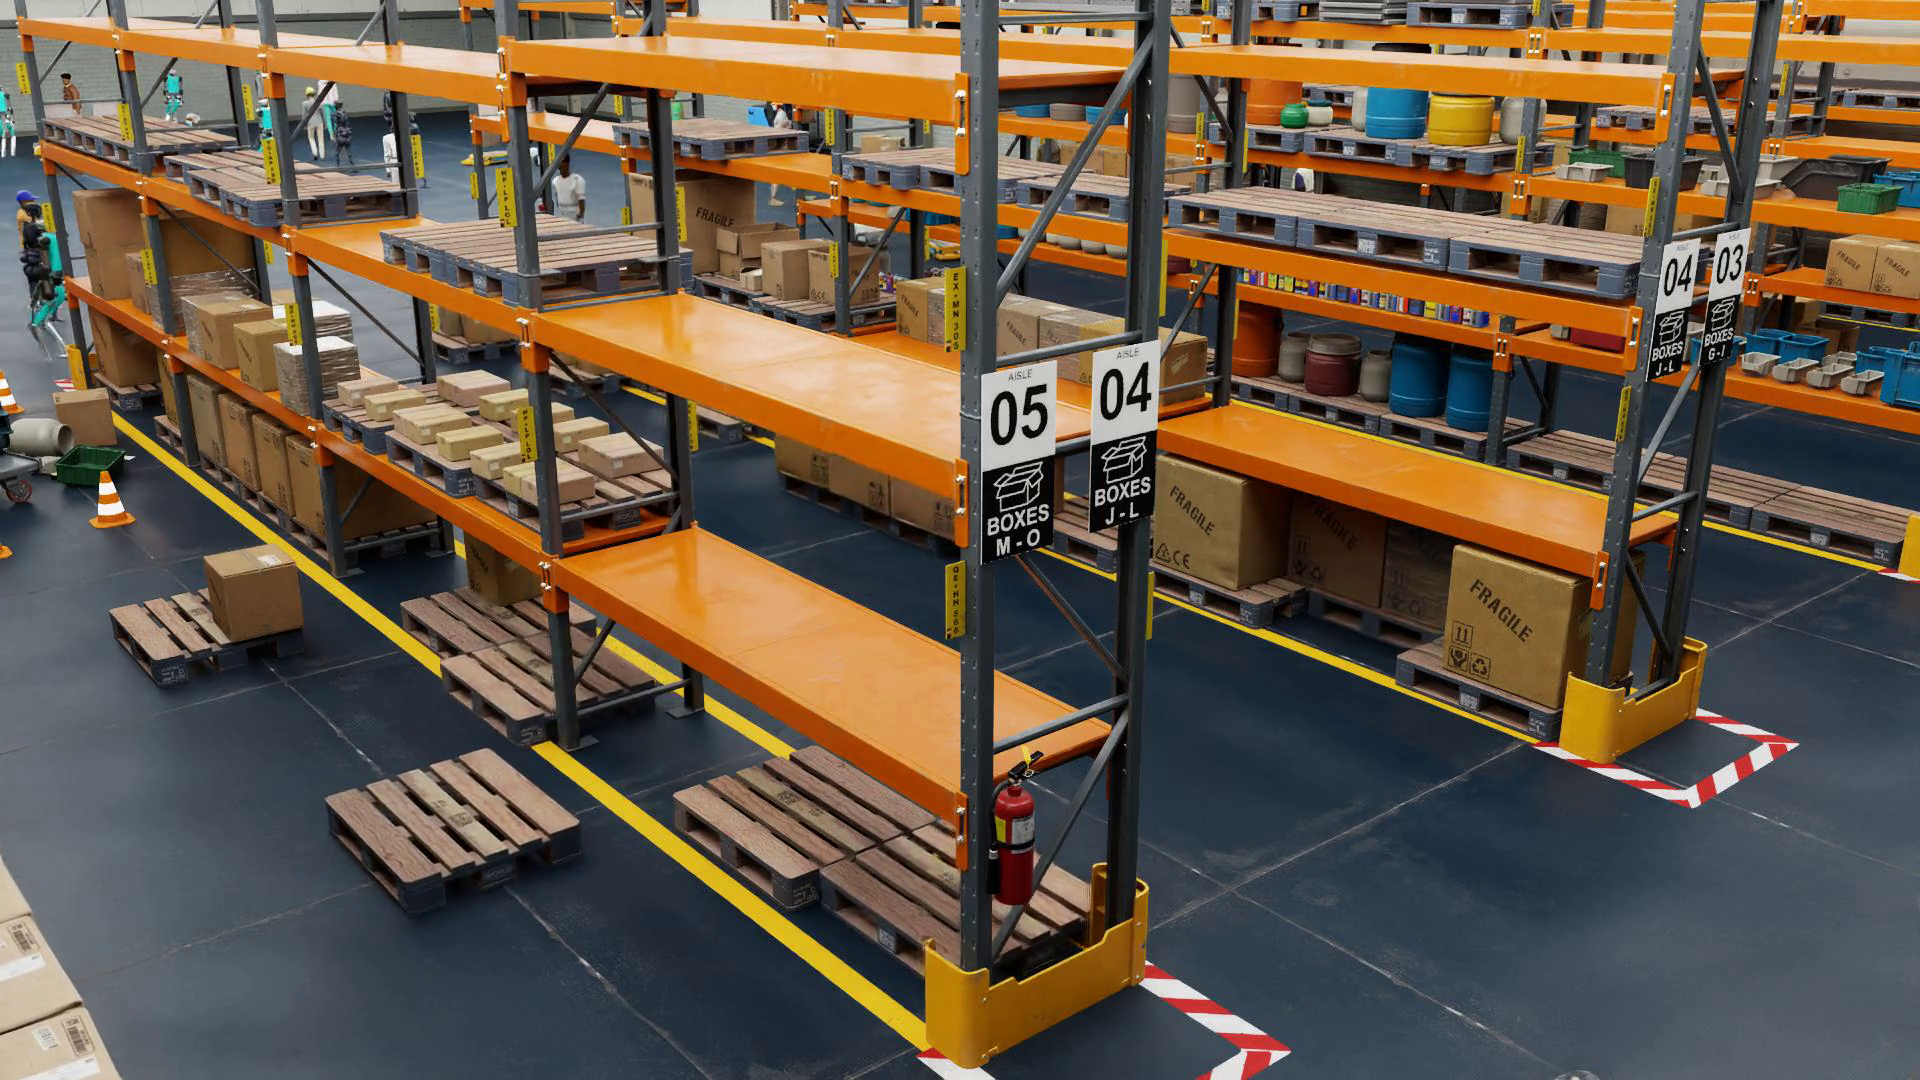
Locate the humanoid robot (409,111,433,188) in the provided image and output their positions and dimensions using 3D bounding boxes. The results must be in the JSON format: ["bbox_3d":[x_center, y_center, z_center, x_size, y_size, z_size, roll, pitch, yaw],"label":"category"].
[{"bbox_3d":[-11.755,-8.356,35.637,0.666,1.633,0.604,0,19,1],"label":"humanoid robot"}]

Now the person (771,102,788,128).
[{"bbox_3d":[-3.913,-8.700,36.264,0.376,1.890,0.569,0,19,-1],"label":"person"}]

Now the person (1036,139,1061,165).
[{"bbox_3d":[1.656,-6.817,31.079,0.552,1.762,0.401,-6,20,-16],"label":"person"}]

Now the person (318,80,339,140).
[{"bbox_3d":[-17.185,-11.907,45.371,0.515,1.893,0.714,-3,20,-9],"label":"person"}]

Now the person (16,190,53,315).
[{"bbox_3d":[-12.859,-3.996,23.124,0.353,1.718,0.440,-8,21,-21],"label":"person"}]

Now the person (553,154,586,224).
[{"bbox_3d":[-6.003,-5.049,25.813,0.611,1.927,0.952,7,21,20],"label":"person"}]

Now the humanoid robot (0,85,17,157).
[{"bbox_3d":[-23.732,-10.391,41.331,0.532,1.814,0.681,-5,20,-13],"label":"humanoid robot"}]

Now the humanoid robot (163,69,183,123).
[{"bbox_3d":[-22.337,-12.432,47.121,0.610,1.780,0.823,-15,25,-37],"label":"humanoid robot"}]

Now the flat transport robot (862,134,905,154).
[{"bbox_3d":[-1.764,-8.258,37.439,1.431,0.231,0.659,2,20,7],"label":"flat transport robot"}]

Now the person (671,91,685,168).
[{"bbox_3d":[-6.760,-9.811,39.373,0.497,1.927,1.043,-7,21,-20],"label":"person"}]

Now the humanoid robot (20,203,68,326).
[{"bbox_3d":[-12.416,-3.701,22.352,0.608,1.643,0.442,13,23,33],"label":"humanoid robot"}]

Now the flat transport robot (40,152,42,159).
[{"bbox_3d":[-21.822,-9.505,40.987,1.431,0.231,0.659,-6,20,-15],"label":"flat transport robot"}]

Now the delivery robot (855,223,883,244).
[{"bbox_3d":[-1.681,-5.310,28.638,0.808,0.607,0.499,-16,25,-38],"label":"delivery robot"}]

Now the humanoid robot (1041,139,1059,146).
[{"bbox_3d":[1.558,-7.506,33.191,0.870,1.842,0.547,-13,23,-32],"label":"humanoid robot"}]

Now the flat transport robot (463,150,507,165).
[{"bbox_3d":[-11.276,-9.246,40.249,0.659,0.231,1.431,11,22,28],"label":"flat transport robot"}]

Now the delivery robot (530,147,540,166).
[{"bbox_3d":[-10.301,-9.100,39.419,0.499,0.605,0.799,7,21,19],"label":"delivery robot"}]

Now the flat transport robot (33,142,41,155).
[{"bbox_3d":[-23.167,-9.951,42.257,0.659,0.231,1.431,-10,22,-26],"label":"flat transport robot"}]

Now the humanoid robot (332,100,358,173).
[{"bbox_3d":[-14.217,-9.268,38.191,0.565,1.643,0.597,3,20,9],"label":"humanoid robot"}]

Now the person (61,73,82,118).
[{"bbox_3d":[-23.575,-11.480,44.245,0.793,1.844,0.421,17,25,40],"label":"person"}]

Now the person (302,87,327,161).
[{"bbox_3d":[-15.740,-10.148,40.574,0.564,1.750,0.434,-10,22,-27],"label":"person"}]

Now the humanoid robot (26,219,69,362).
[{"bbox_3d":[-11.240,-3.047,20.442,0.662,1.820,0.537,1,19,4],"label":"humanoid robot"}]

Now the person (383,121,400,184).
[{"bbox_3d":[-10.592,-7.034,31.541,0.573,1.877,0.346,-6,20,-15],"label":"person"}]

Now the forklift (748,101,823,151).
[{"bbox_3d":[-4.526,-11.368,42.374,1.129,2.768,1.873,-15,24,-37],"label":"forklift"}]

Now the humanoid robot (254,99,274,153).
[{"bbox_3d":[-15.715,-8.974,37.321,0.907,1.812,0.550,8,21,22],"label":"humanoid robot"}]

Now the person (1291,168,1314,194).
[{"bbox_3d":[5.542,-5.410,26.965,0.393,1.839,0.563,10,22,26],"label":"person"}]

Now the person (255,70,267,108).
[{"bbox_3d":[-20.025,-12.753,47.810,0.390,1.874,0.510,3,20,8],"label":"person"}]

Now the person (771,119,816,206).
[{"bbox_3d":[-3.386,-7.537,33.231,0.940,1.694,0.477,1,19,2],"label":"person"}]

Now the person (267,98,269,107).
[{"bbox_3d":[-18.531,-11.634,44.903,0.321,1.688,0.527,-9,21,-24],"label":"person"}]

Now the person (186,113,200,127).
[{"bbox_3d":[-14.966,-7.492,32.876,0.526,1.855,0.964,6,20,16],"label":"person"}]

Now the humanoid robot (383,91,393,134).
[{"bbox_3d":[-14.824,-11.032,43.217,0.608,1.647,0.464,13,23,33],"label":"humanoid robot"}]

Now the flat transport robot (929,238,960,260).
[{"bbox_3d":[-0.242,-4.905,27.897,0.659,0.231,1.431,-7,21,-20],"label":"flat transport robot"}]
